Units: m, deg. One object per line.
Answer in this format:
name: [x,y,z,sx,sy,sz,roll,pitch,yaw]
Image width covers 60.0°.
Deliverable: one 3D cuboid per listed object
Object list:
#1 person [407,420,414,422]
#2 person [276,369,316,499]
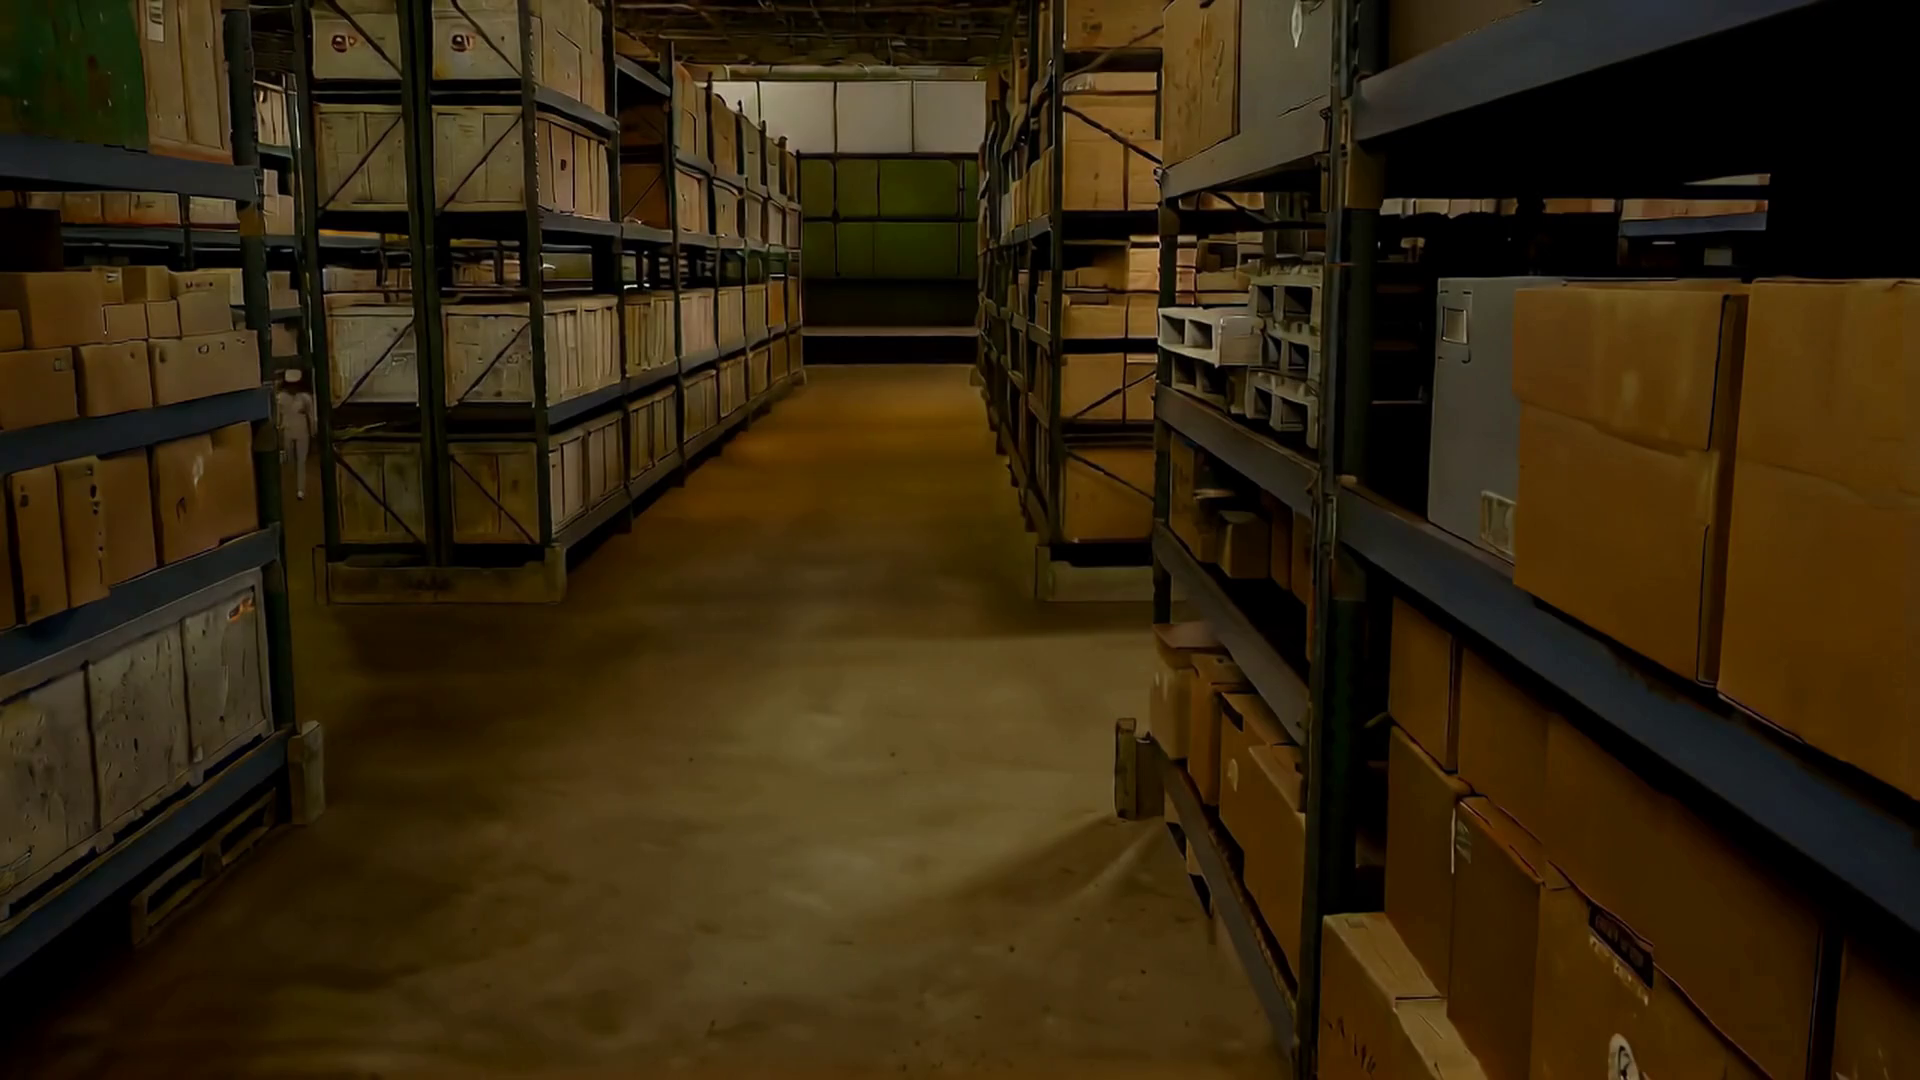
person: [-9.323,-2.549,28.495,0.677,1.889,0.464,-1,9,-8]
person: [-8.835,-1.432,22.175,0.490,1.723,0.717,-2,9,-12]
